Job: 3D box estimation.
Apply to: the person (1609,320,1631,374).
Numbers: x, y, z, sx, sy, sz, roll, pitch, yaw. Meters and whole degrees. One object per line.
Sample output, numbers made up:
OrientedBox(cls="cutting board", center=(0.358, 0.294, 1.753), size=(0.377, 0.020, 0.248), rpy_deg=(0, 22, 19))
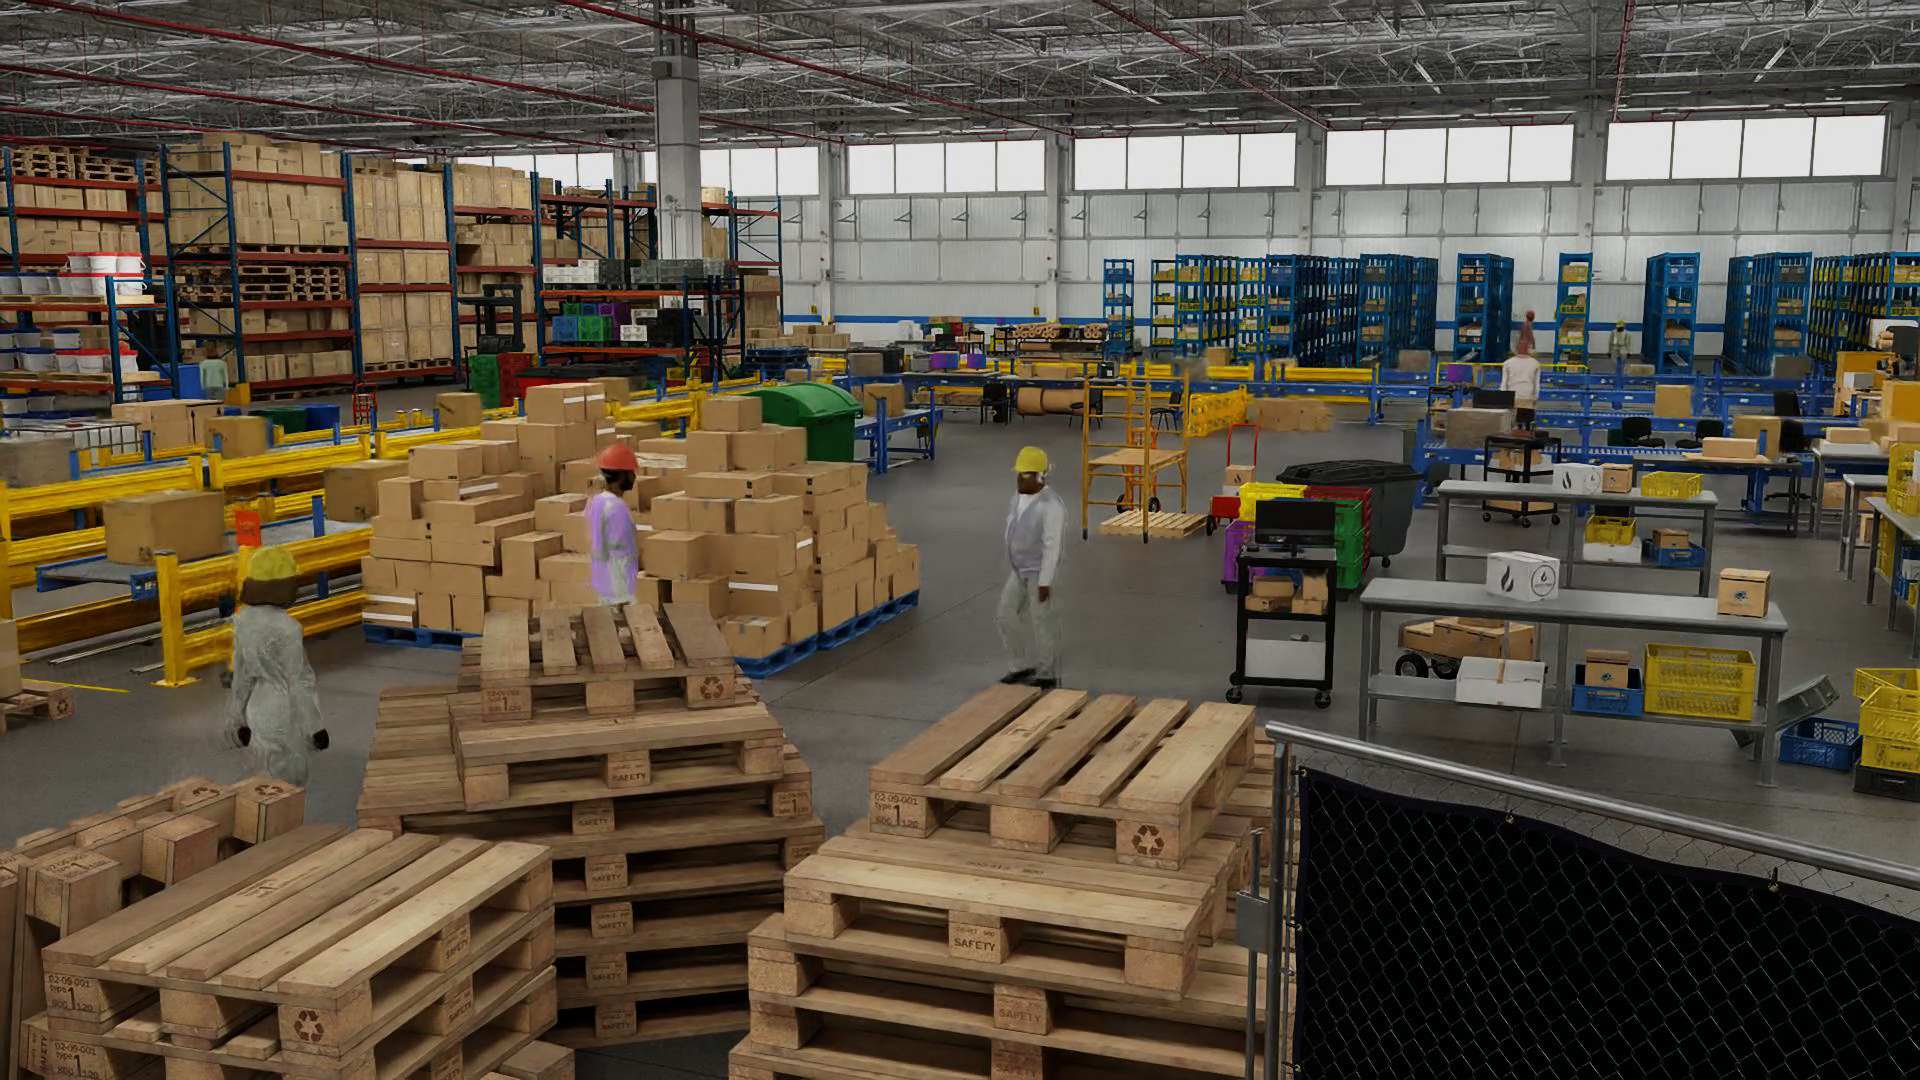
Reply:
OrientedBox(cls="person", center=(18.805, -5.390, 47.412), size=(0.601, 1.781, 0.962), rpy_deg=(5, 10, 26))

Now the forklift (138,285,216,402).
OrientedBox(cls="forklift", center=(-17.480, -4.200, 36.461), size=(1.873, 2.768, 1.129), rpy_deg=(3, 10, 19))

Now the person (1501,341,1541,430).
OrientedBox(cls="person", center=(9.661, -2.474, 28.728), size=(0.645, 1.896, 0.401), rpy_deg=(1, 9, 7))

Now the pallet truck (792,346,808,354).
OrientedBox(cls="pallet truck", center=(-3.705, -4.298, 42.022), size=(0.653, 1.274, 1.630), rpy_deg=(3, 10, 20))

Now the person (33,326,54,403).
OrientedBox(cls="person", center=(-20.942, -3.921, 37.802), size=(0.658, 1.890, 0.444), rpy_deg=(4, 10, 24))

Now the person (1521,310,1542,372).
OrientedBox(cls="person", center=(17.316, -5.956, 50.353), size=(0.904, 1.957, 0.659), rpy_deg=(1, 9, 5))

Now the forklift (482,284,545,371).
OrientedBox(cls="forklift", center=(-10.832, -4.702, 39.610), size=(1.129, 2.768, 1.873), rpy_deg=(3, 10, 20))

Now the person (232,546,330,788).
OrientedBox(cls="person", center=(-3.305, 0.882, 8.149), size=(0.491, 1.730, 0.369), rpy_deg=(8, 12, 40))

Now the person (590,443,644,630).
OrientedBox(cls="person", center=(-2.390, 0.303, 11.236), size=(0.692, 1.917, 0.543), rpy_deg=(-5, 10, -28))

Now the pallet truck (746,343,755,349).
OrientedBox(cls="pallet truck", center=(-6.183, -4.618, 44.264), size=(1.601, 1.201, 0.680), rpy_deg=(-9, 12, -43))

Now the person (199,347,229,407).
OrientedBox(cls="person", center=(-14.824, -3.018, 33.060), size=(0.538, 1.605, 0.467), rpy_deg=(-5, 10, -27))

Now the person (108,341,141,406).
OrientedBox(cls="person", center=(-14.219, -2.426, 28.325), size=(0.388, 1.930, 0.539), rpy_deg=(7, 11, 37))

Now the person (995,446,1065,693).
OrientedBox(cls="person", center=(0.474, 0.225, 12.015), size=(0.575, 1.809, 0.620), rpy_deg=(-5, 10, -29))
